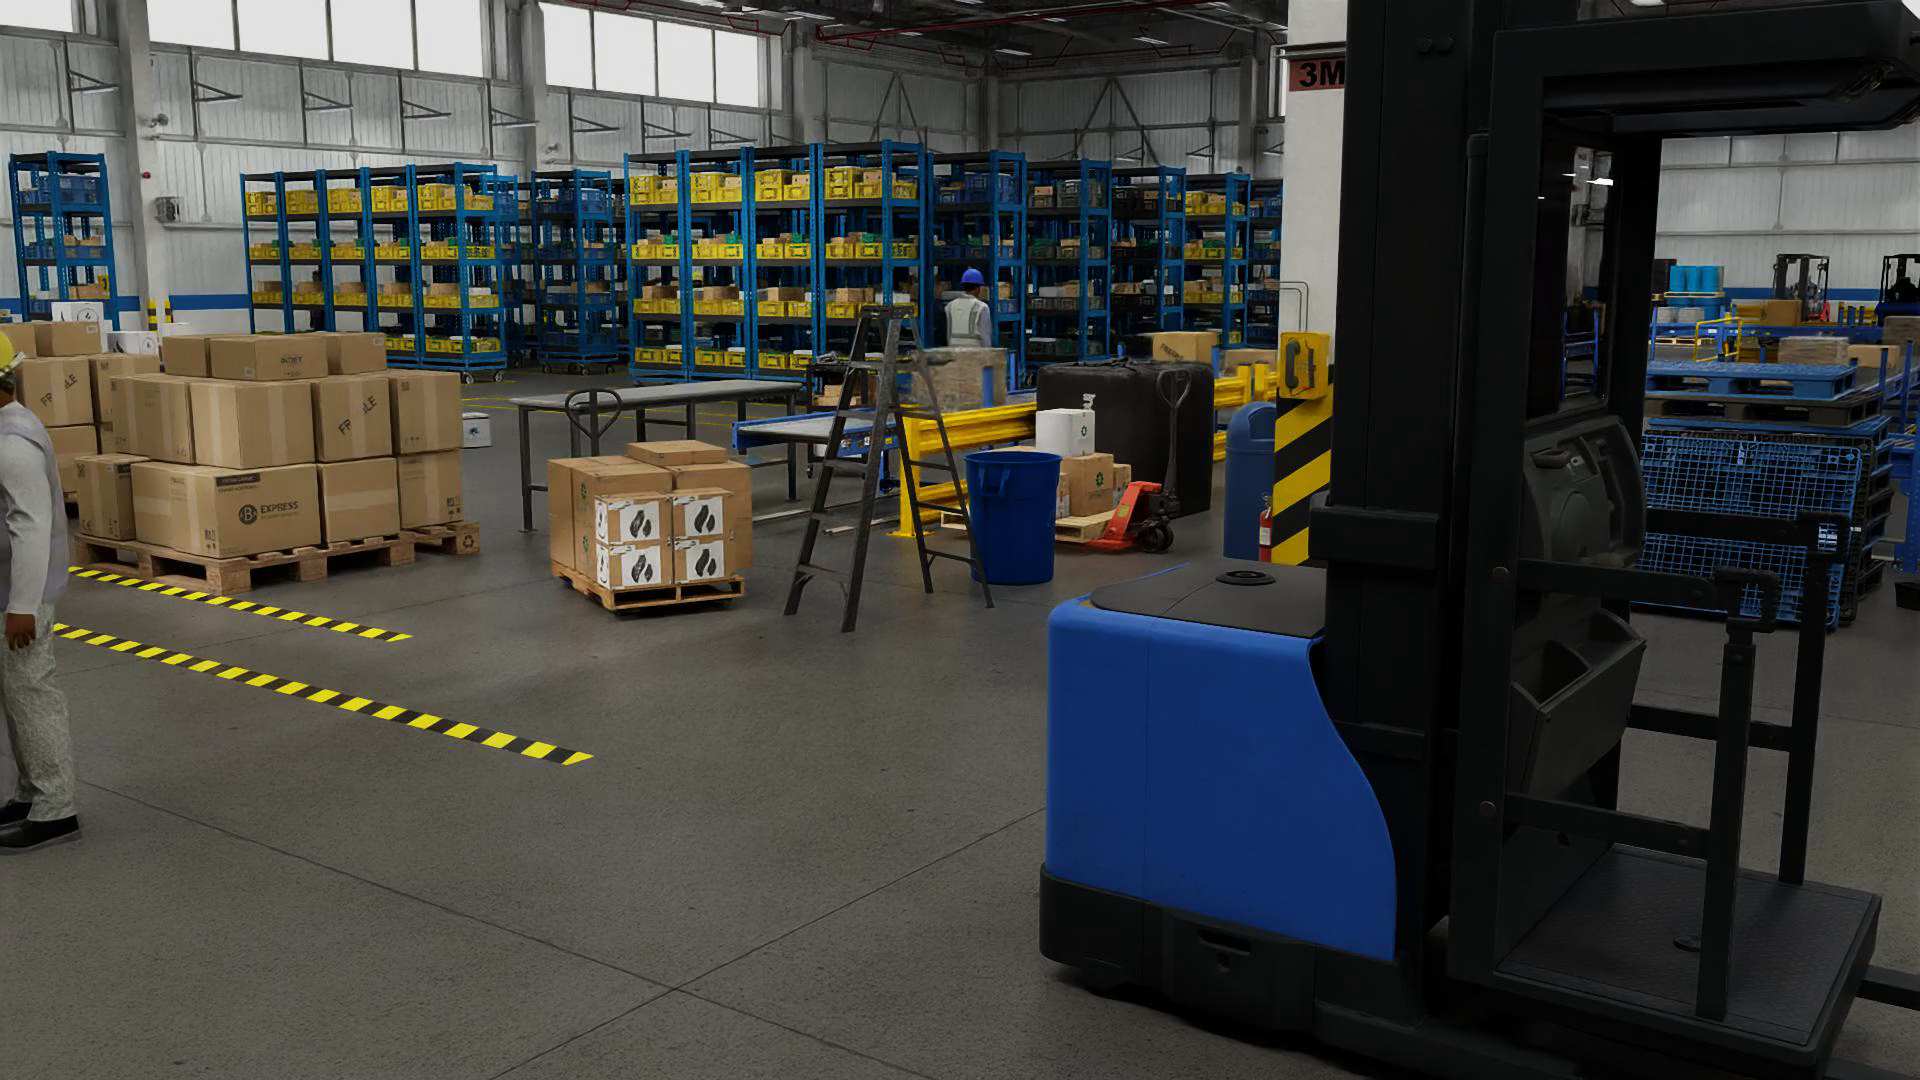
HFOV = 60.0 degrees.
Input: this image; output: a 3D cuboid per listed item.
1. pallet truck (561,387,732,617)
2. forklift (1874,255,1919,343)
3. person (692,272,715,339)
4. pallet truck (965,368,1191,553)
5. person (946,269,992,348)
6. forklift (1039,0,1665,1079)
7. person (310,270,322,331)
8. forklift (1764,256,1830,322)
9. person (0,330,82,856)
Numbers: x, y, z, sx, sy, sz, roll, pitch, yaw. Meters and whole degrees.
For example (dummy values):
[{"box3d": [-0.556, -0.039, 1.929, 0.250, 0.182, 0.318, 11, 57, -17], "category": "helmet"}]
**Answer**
[{"box3d": [-1.981, -0.274, 10.088, 0.680, 1.201, 1.601, -5, 11, -28], "category": "pallet truck"}, {"box3d": [22.089, -5.634, 38.796, 1.157, 1.987, 2.680, 6, 11, 33], "category": "forklift"}, {"box3d": [-4.614, -3.816, 29.408, 0.586, 1.825, 0.403, -3, 10, -18], "category": "person"}, {"box3d": [0.845, -0.609, 11.869, 1.630, 1.274, 0.653, 7, 12, 35], "category": "pallet truck"}, {"box3d": [0.110, -2.014, 18.358, 0.604, 1.939, 0.423, 8, 12, 40], "category": "person"}, {"box3d": [1.249, -0.137, 4.360, 1.873, 2.768, 1.129, 7, 12, 35], "category": "forklift"}, {"box3d": [-12.106, -4.193, 31.586, 0.565, 1.846, 0.388, 4, 10, 21], "category": "person"}, {"box3d": [20.253, -5.854, 40.139, 1.157, 1.987, 2.680, 7, 12, 35], "category": "forklift"}, {"box3d": [-3.284, 0.160, 5.716, 0.404, 1.827, 0.600, -7, 12, -36], "category": "person"}]
